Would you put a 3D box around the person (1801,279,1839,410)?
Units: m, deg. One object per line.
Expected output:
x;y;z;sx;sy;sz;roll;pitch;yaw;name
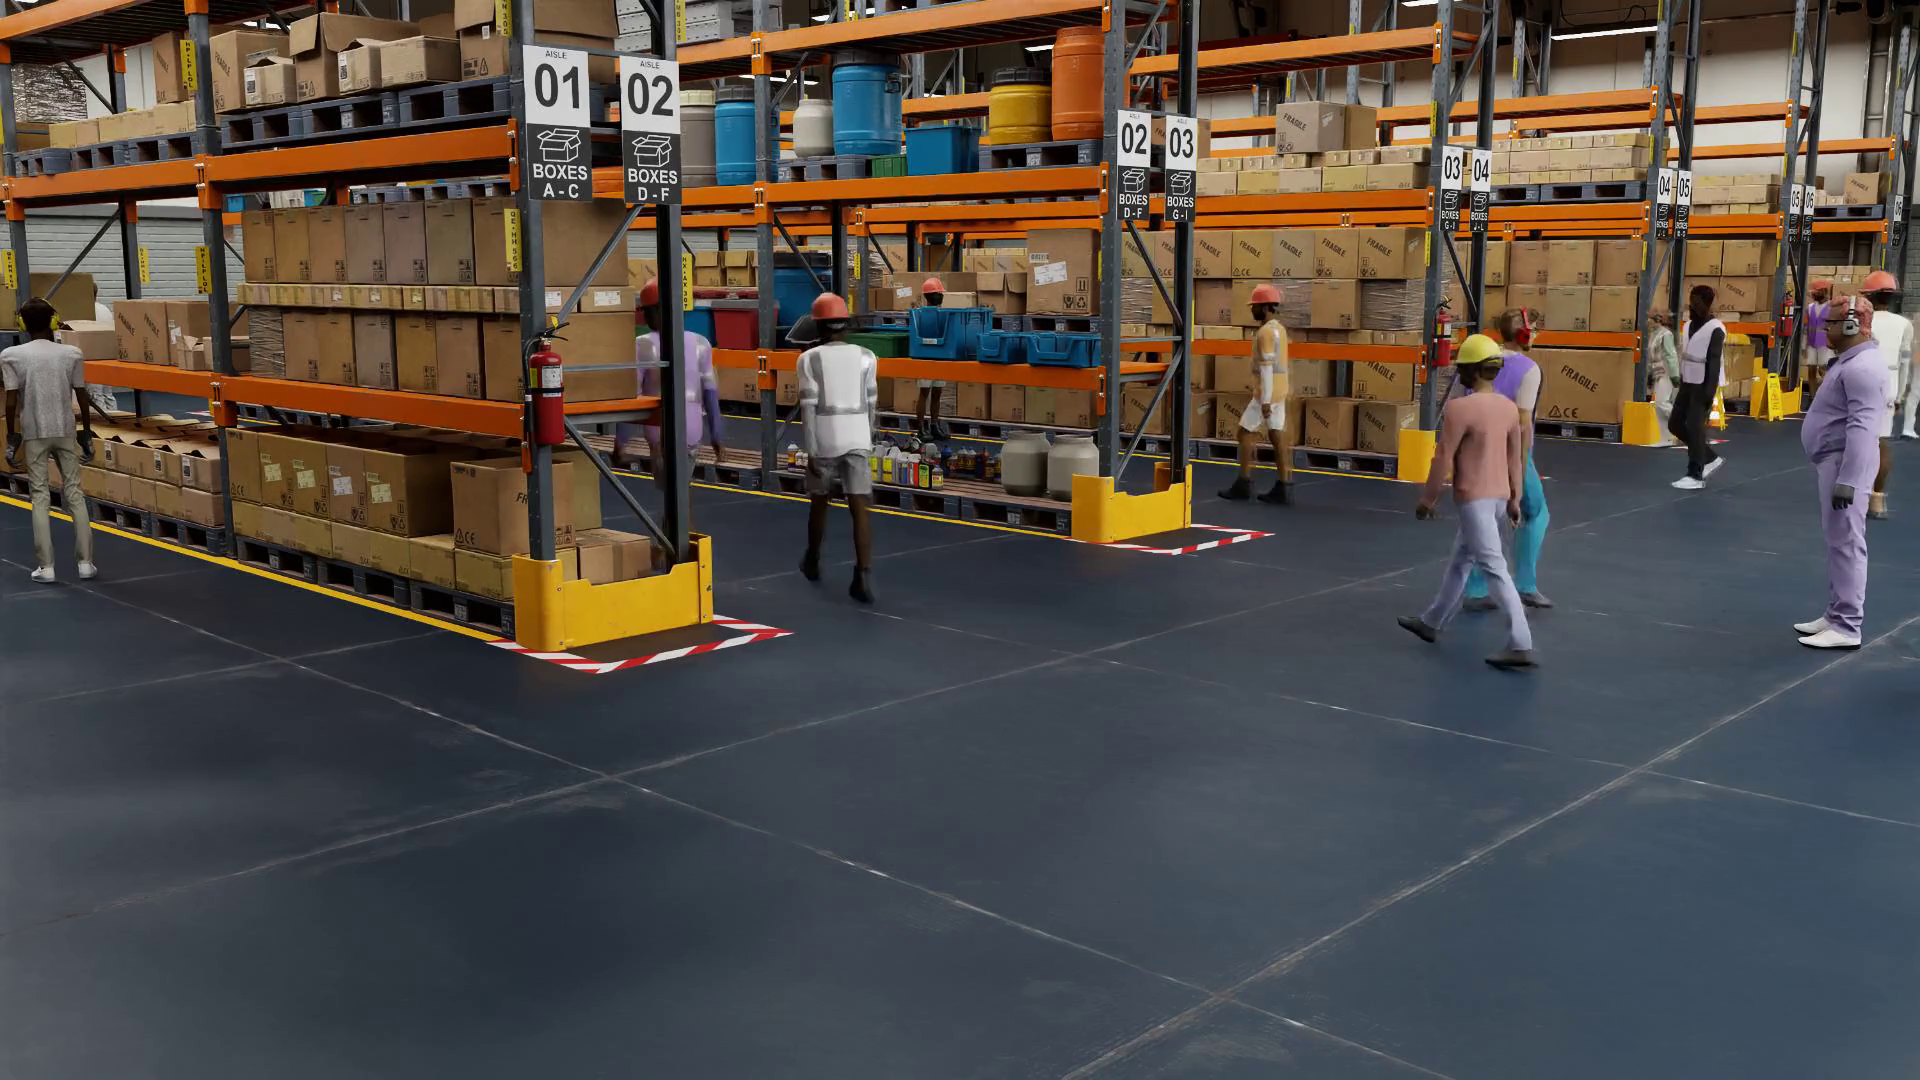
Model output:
12.556;-2.850;24.305;0.404;1.907;0.570;-5;10;-27;person

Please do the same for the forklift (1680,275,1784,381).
12.480;-3.427;27.053;1.214;2.155;2.313;9;13;43;forklift

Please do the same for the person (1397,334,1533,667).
2.705;-0.220;8.769;0.527;1.709;0.953;-7;12;-38;person

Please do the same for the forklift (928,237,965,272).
-0.326;-5.817;39.609;1.129;2.768;1.873;9;13;43;forklift

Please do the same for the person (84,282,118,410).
-9.709;-1.952;18.661;0.356;1.938;0.638;0;9;-2;person

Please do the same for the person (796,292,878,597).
-0.791;-0.619;10.620;0.549;1.887;1.006;-3;10;-18;person

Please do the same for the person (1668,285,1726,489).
6.944;-1.438;15.623;0.463;1.901;0.613;-1;9;-5;person

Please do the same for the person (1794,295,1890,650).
4.787;-0.369;9.053;0.403;1.906;0.652;4;10;24;person

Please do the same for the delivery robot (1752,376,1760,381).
11.858;-2.401;25.489;0.707;0.478;0.477;5;10;27;delivery robot

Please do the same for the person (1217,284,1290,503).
2.606;-1.288;14.675;0.785;1.906;0.562;5;10;27;person

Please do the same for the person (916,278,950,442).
-0.317;-2.149;19.871;0.364;1.938;0.553;8;12;41;person

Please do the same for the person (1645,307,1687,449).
8.135;-1.863;19.139;0.545;1.604;0.533;2;9;9;person

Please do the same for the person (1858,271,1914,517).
7.573;-1.215;13.851;0.641;2.026;0.541;-2;9;-11;person

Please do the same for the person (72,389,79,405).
-12.288;-2.621;22.592;0.623;1.992;0.397;-7;12;-37;person

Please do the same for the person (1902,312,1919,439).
11.817;-2.166;20.167;0.978;1.874;0.611;-5;11;-29;person

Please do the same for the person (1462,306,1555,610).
3.335;-0.484;10.023;0.661;1.823;0.571;-4;10;-24;person

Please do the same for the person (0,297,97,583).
-6.002;-0.659;10.960;0.528;1.865;0.313;-7;11;-36;person

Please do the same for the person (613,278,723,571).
-1.931;-0.699;10.825;0.632;1.976;1.090;-8;12;-40;person
